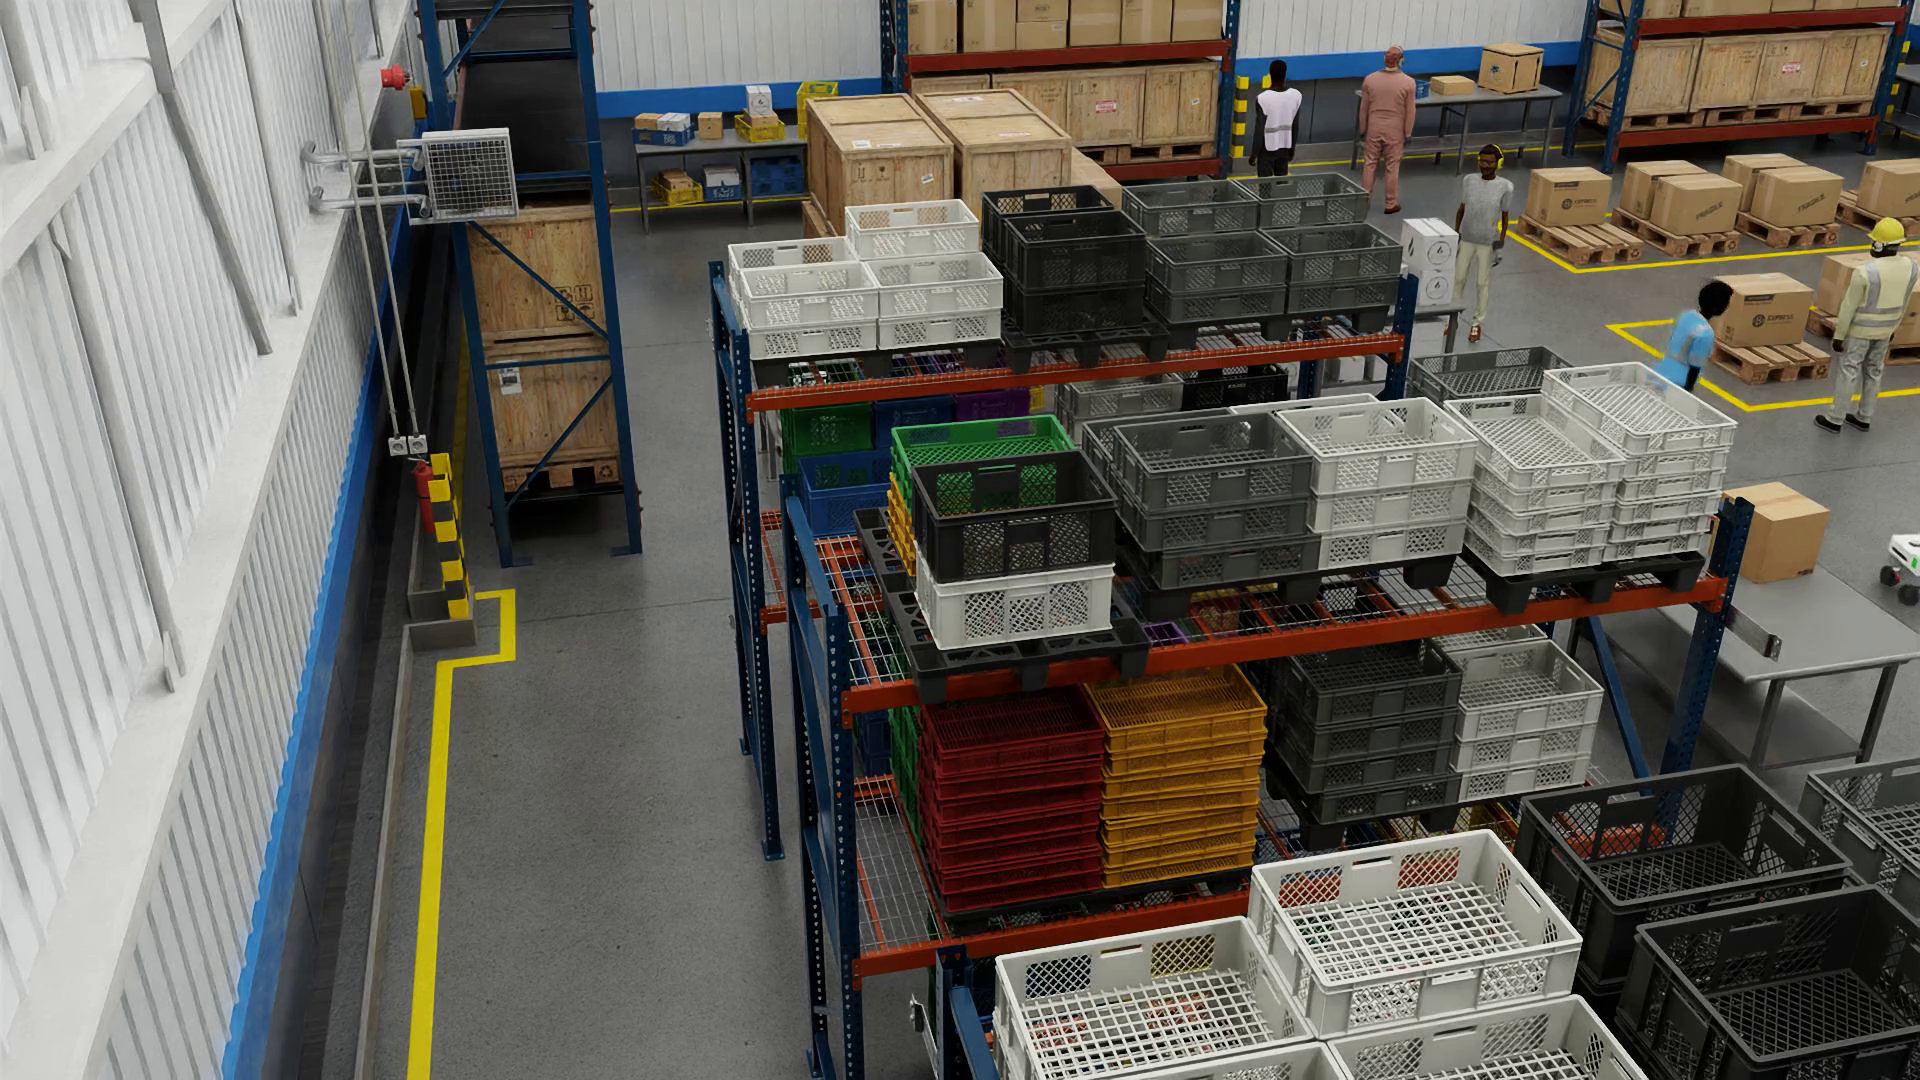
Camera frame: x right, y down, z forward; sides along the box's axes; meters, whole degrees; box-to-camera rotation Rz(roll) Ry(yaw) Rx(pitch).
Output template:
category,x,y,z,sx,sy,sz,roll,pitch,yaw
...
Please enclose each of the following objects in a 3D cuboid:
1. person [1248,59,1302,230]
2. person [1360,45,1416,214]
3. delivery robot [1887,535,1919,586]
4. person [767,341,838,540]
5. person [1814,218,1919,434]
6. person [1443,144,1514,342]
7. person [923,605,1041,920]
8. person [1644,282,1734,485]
category,x,y,z,sx,sy,sz,roll,pitch,yaw
person,3.509,-4.371,18.560,0.597,1.913,0.366,-13,30,-23
person,4.950,-4.757,19.300,0.636,1.910,0.406,14,31,25
delivery robot,6.771,0.113,11.404,0.707,0.478,0.477,-1,28,-2
person,-1.075,-0.654,11.539,0.574,1.886,0.356,19,33,32
person,7.461,-1.747,13.681,0.595,1.827,0.403,-6,28,-11
person,4.859,-2.790,15.606,0.520,1.873,0.328,17,32,30
person,0.331,1.108,8.209,0.986,1.878,0.627,-17,32,-29
person,5.553,-1.207,12.839,0.611,1.652,0.539,0,28,0
